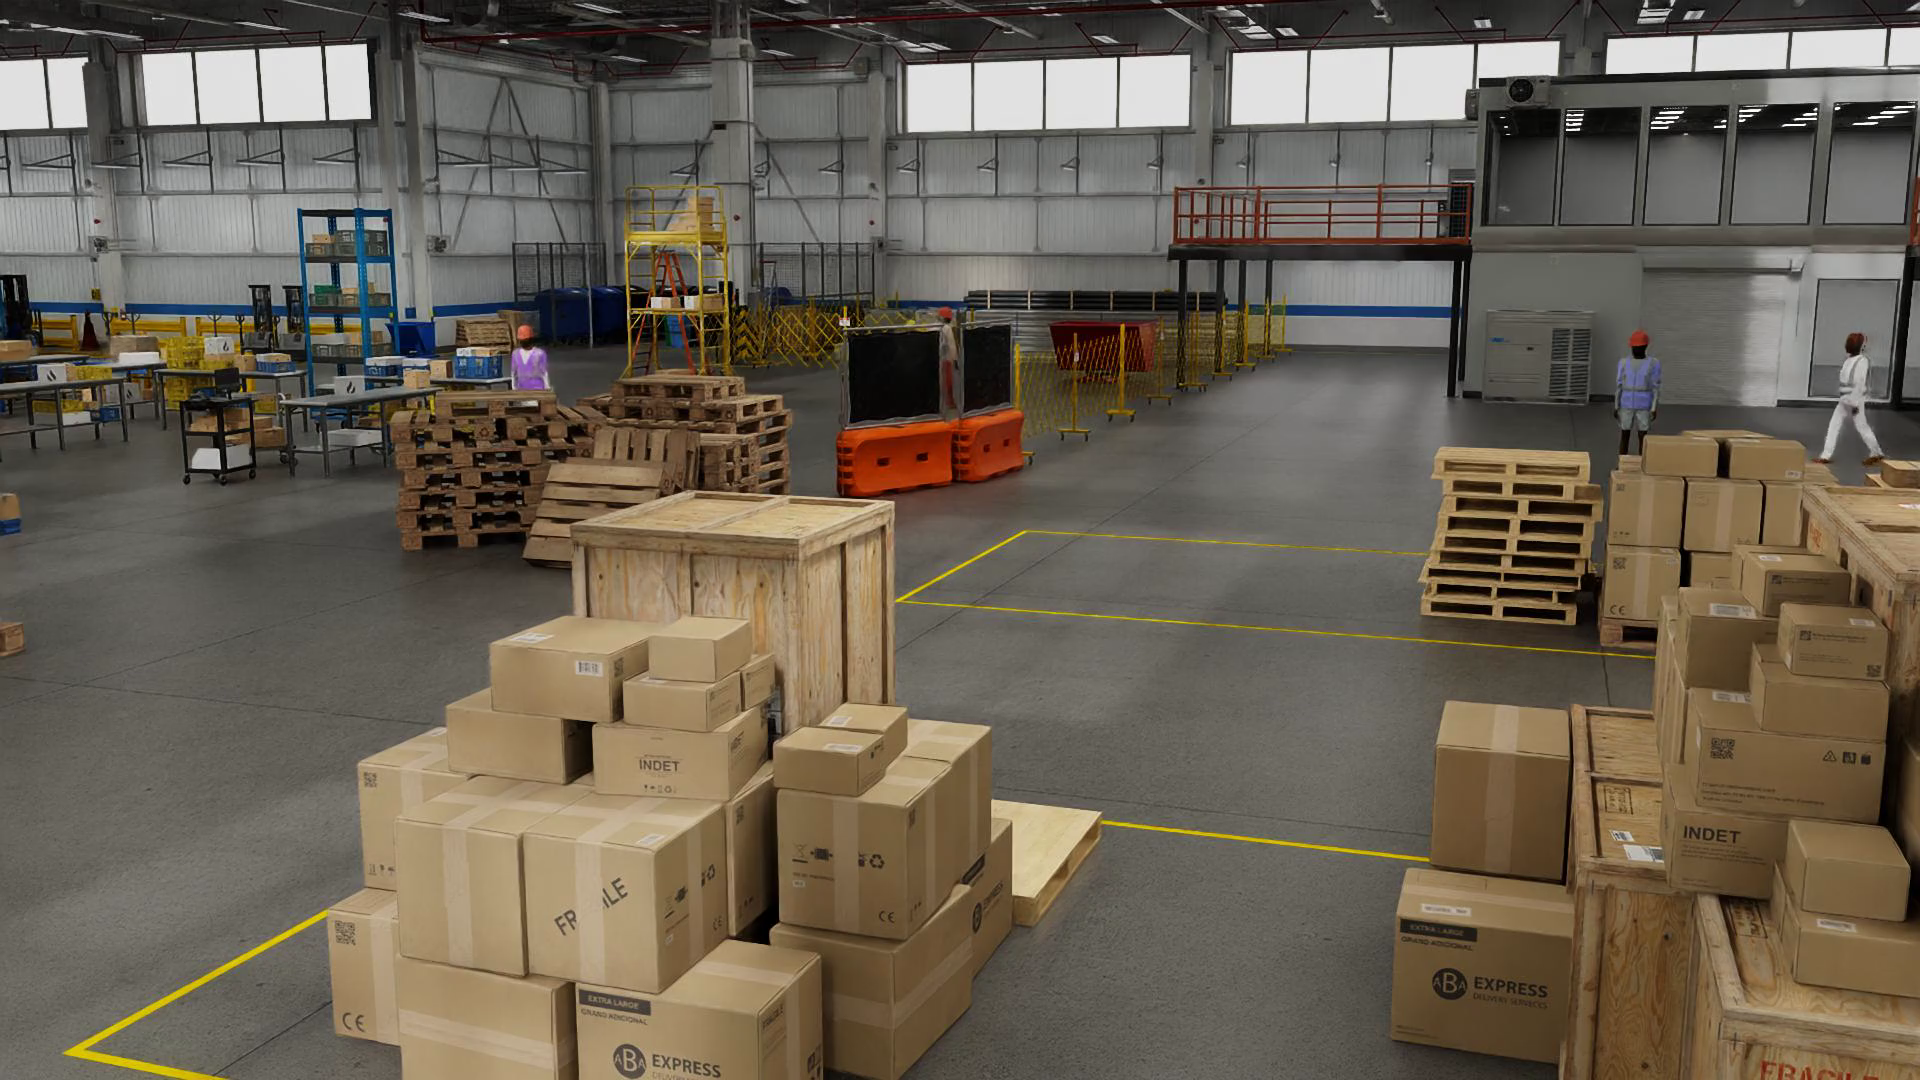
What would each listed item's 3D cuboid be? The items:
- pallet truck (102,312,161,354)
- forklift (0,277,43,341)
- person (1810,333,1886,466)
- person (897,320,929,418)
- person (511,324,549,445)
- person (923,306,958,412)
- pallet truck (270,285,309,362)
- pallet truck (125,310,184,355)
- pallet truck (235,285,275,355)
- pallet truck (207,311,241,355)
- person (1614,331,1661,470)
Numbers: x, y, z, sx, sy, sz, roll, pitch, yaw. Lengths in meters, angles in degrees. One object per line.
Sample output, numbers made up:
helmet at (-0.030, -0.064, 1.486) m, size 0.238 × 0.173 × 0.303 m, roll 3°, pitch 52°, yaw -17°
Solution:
pallet truck at (-23.057, -5.777, 46.261) m, size 0.680 × 1.201 × 1.601 m, roll 3°, pitch 11°, yaw 19°
forklift at (-27.151, -6.329, 46.328) m, size 1.157 × 1.987 × 2.680 m, roll 3°, pitch 11°, yaw 17°
person at (12.277, -1.913, 22.790) m, size 0.964 × 1.844 × 0.589 m, roll 1°, pitch 10°, yaw 3°
person at (-0.816, -3.015, 29.378) m, size 0.505 × 1.705 × 0.869 m, roll 4°, pitch 11°, yaw 22°
person at (-6.251, -2.210, 24.295) m, size 0.548 × 1.900 × 0.908 m, roll 2°, pitch 10°, yaw 10°
person at (-0.307, -3.300, 30.298) m, size 0.834 × 1.939 × 0.618 m, roll -4°, pitch 11°, yaw -23°
pallet truck at (-17.147, -5.700, 43.663) m, size 0.823 × 1.965 × 1.885 m, roll 3°, pitch 11°, yaw 17°
pallet truck at (-22.038, -5.665, 45.457) m, size 0.704 × 1.261 × 1.522 m, roll 3°, pitch 11°, yaw 17°
pallet truck at (-18.327, -5.835, 44.421) m, size 0.823 × 1.965 × 1.885 m, roll 4°, pitch 11°, yaw 23°
pallet truck at (-19.537, -5.575, 44.913) m, size 0.653 × 1.274 × 1.630 m, roll 3°, pitch 11°, yaw 19°
person at (8.756, -1.743, 21.549) m, size 0.550 × 1.933 × 0.373 m, roll 8°, pitch 13°, yaw 37°
